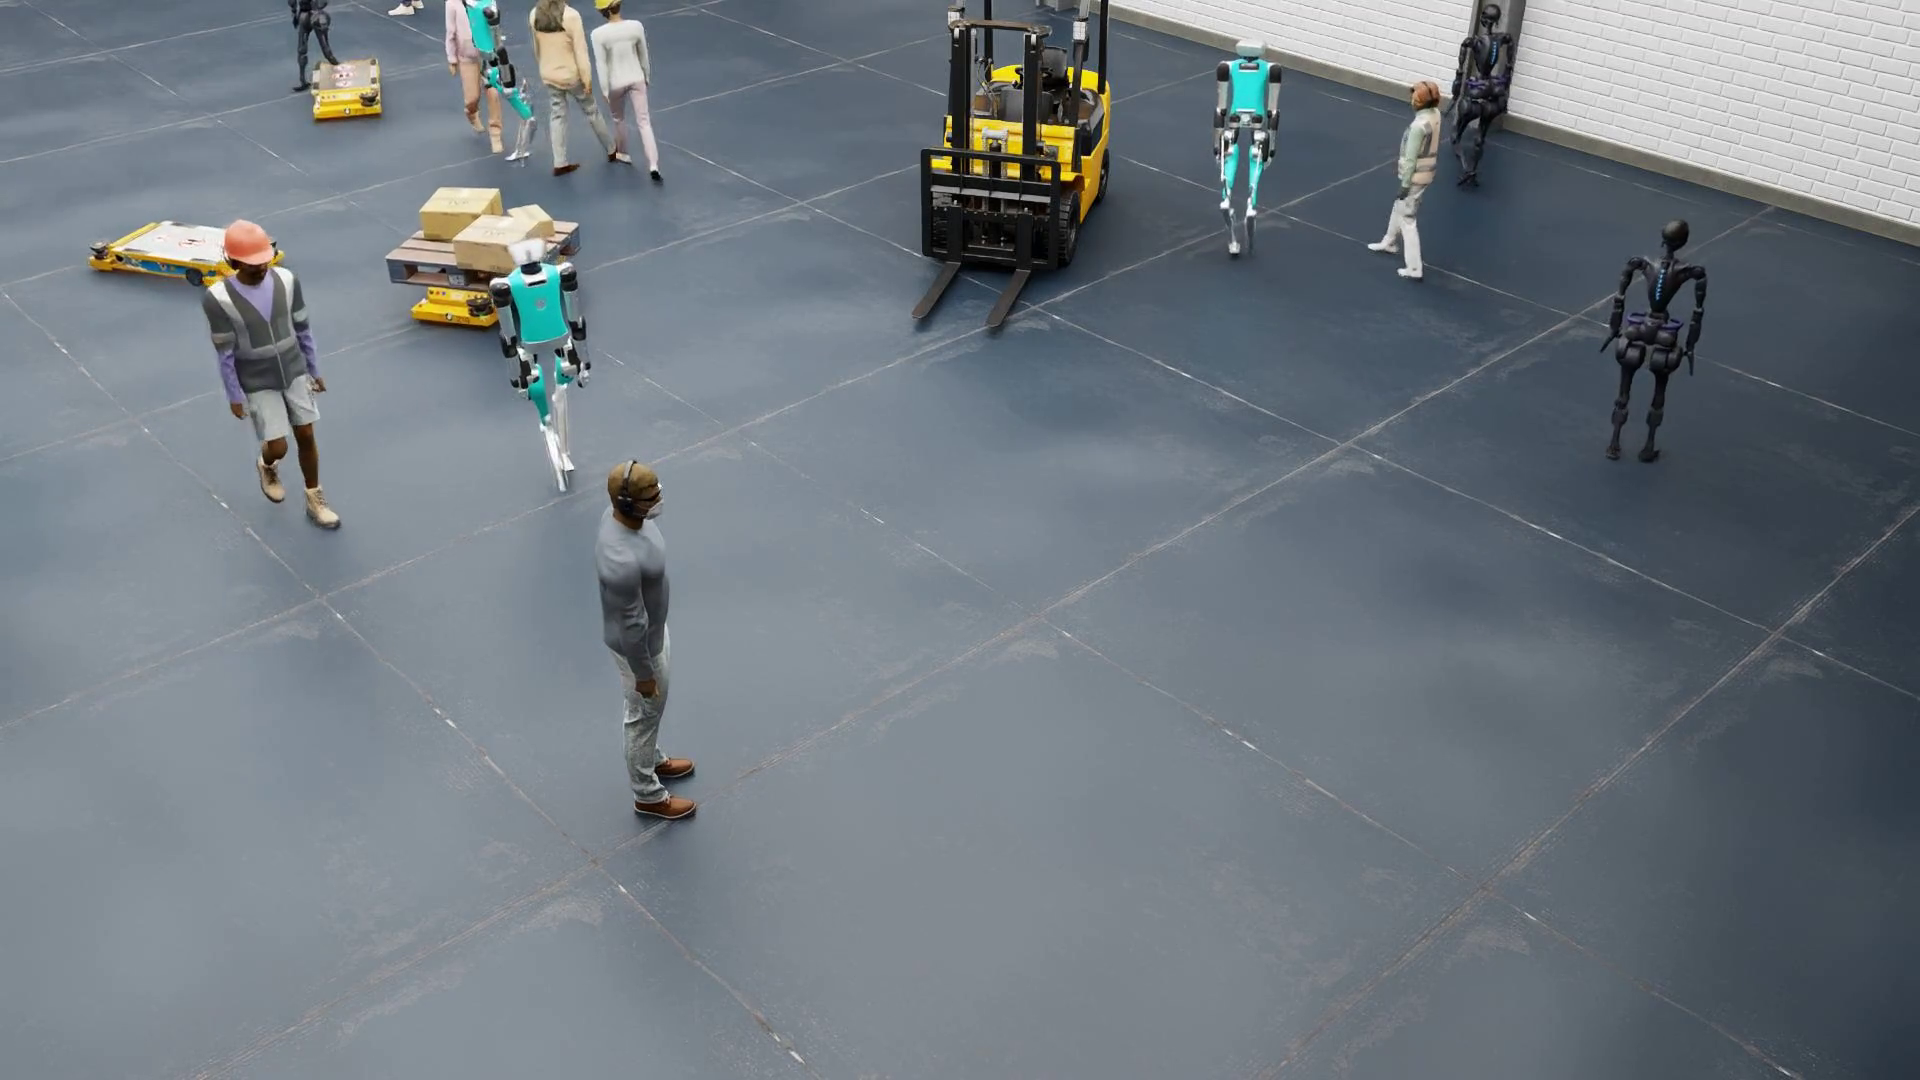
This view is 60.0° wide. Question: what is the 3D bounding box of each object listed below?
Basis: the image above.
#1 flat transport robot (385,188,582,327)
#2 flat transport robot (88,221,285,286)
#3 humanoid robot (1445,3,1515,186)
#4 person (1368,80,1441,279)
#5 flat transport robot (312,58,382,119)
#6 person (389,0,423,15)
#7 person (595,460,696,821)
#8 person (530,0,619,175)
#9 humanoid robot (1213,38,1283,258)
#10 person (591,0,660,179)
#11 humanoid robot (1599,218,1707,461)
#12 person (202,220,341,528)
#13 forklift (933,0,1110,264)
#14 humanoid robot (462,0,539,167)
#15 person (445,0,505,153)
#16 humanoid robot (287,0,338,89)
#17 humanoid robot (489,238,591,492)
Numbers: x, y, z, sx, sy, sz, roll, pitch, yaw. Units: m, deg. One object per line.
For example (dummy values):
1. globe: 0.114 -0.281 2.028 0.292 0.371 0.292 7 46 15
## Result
1. flat transport robot: -3.799 -2.129 13.445 0.659 0.231 1.431 7 34 11
2. flat transport robot: -6.436 -2.381 13.832 1.431 0.231 0.659 10 34 15
3. humanoid robot: 4.725 -4.003 15.032 0.584 1.643 0.404 -7 34 -11
4. person: 3.652 -2.961 13.500 0.602 1.596 0.567 19 38 26
5. flat transport robot: -6.446 -4.761 17.490 0.659 0.231 1.431 -9 34 -14
6. person: -6.749 -7.244 19.849 0.429 1.861 0.804 4 33 6
7. person: -1.512 0.471 7.921 0.351 1.936 0.634 -4 33 -6
8. person: -3.603 -4.366 15.453 0.584 1.838 0.842 10 34 16
9. humanoid robot: 2.312 -3.115 13.691 0.544 1.846 0.793 7 34 11
10. person: -3.079 -4.215 15.316 0.527 1.709 0.911 -15 36 -21
11. humanoid robot: 4.517 -1.302 10.883 0.601 1.657 0.343 18 37 25
12. person: -4.191 -1.006 10.111 0.555 2.024 0.619 27 41 35
13. forklift: 0.570 -3.725 14.138 1.214 2.155 2.313 9 34 13
14. humanoid robot: -4.177 -4.342 15.553 0.703 1.837 0.541 -26 41 -34
15. person: -4.627 -4.624 15.912 0.544 1.759 0.576 -15 36 -21
16. humanoid robot: -6.838 -5.548 17.443 0.609 1.641 0.589 23 39 31
17. humanoid robot: -2.662 -1.132 10.587 0.556 1.810 0.812 -15 36 -21
